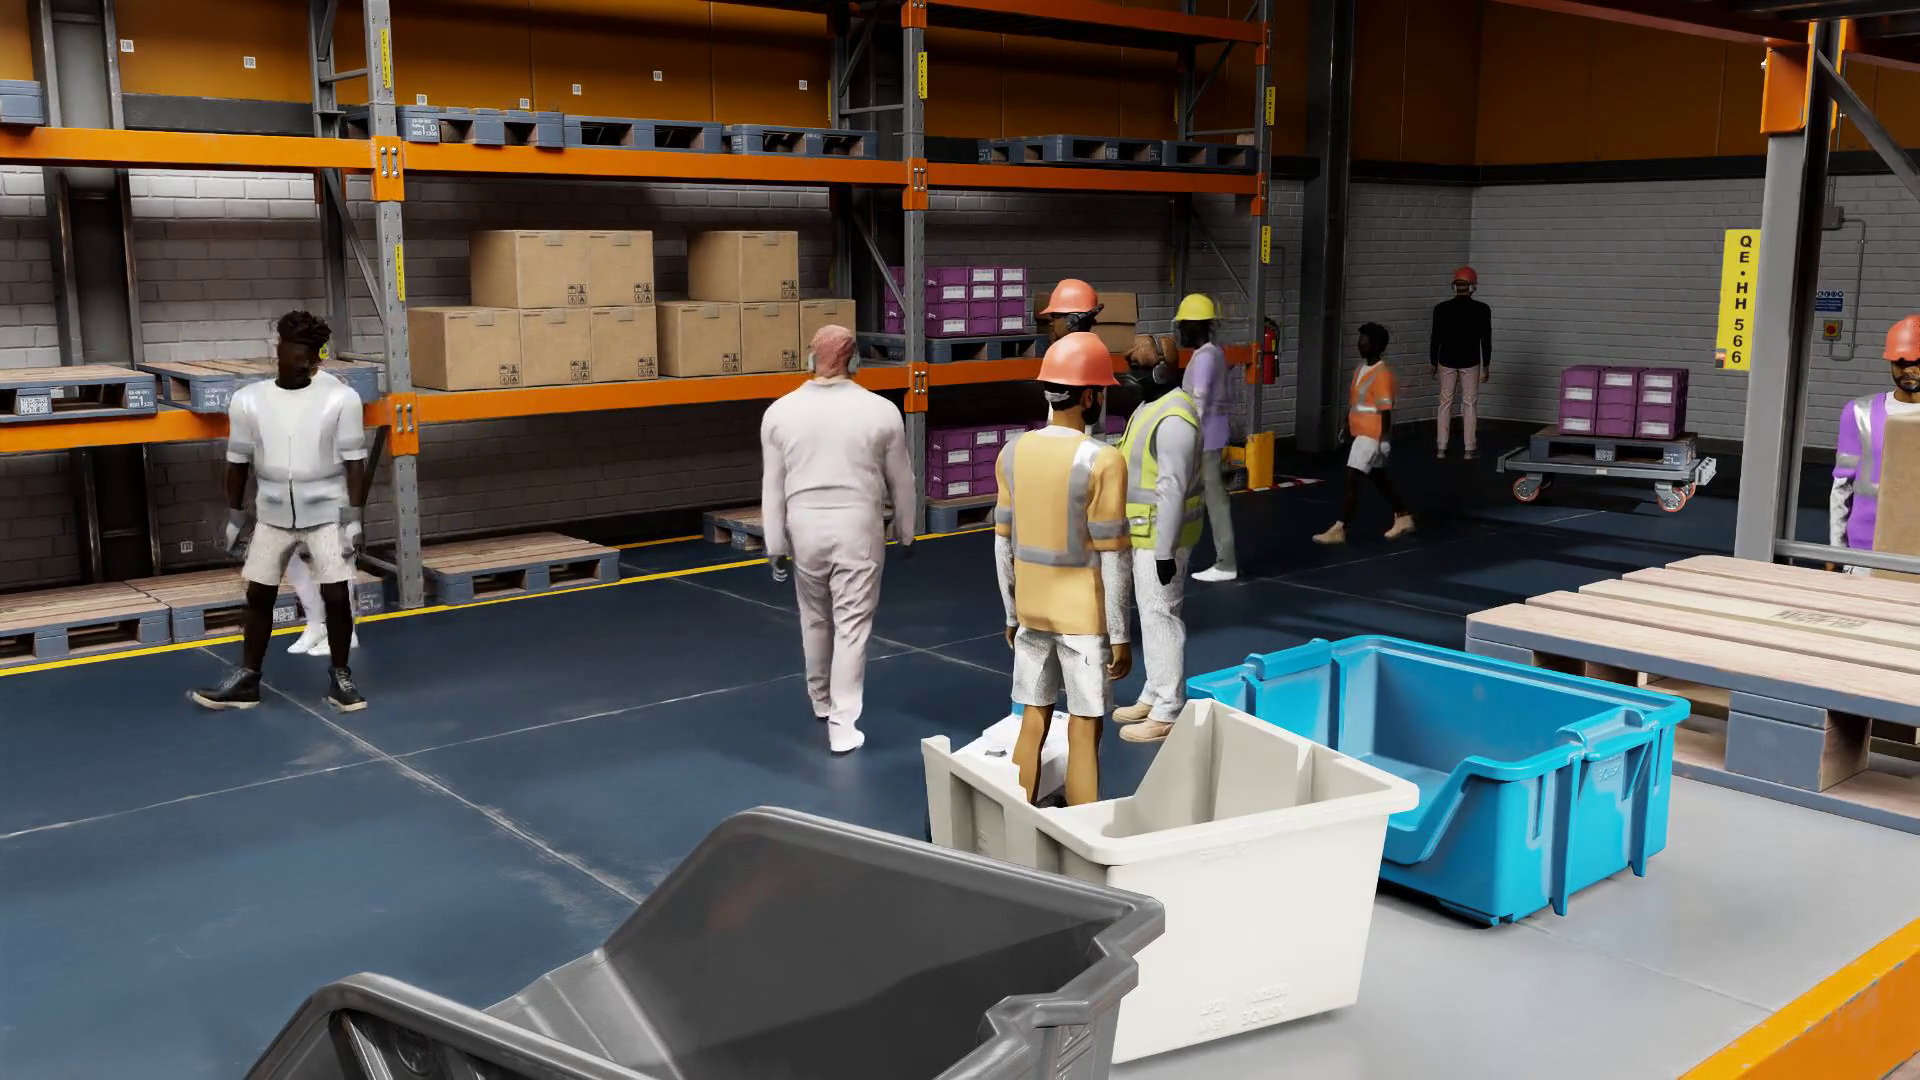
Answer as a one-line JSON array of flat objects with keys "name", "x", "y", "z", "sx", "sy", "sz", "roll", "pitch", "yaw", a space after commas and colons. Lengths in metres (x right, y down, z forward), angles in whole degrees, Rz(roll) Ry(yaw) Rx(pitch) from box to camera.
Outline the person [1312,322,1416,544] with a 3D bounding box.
[{"name": "person", "x": 3.077, "y": -0.802, "z": 12.433, "sx": 0.826, "sy": 1.664, "sz": 0.532, "roll": 0, "pitch": 10, "yaw": -1}]

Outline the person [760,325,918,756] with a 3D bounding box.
[{"name": "person", "x": -0.514, "y": -0.023, "z": 7.505, "sx": 0.651, "sy": 1.874, "sz": 0.839, "roll": 2, "pitch": 10, "yaw": 11}]

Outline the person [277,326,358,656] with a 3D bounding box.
[{"name": "person", "x": -3.489, "y": -0.271, "z": 8.950, "sx": 0.504, "sy": 1.848, "sz": 0.509, "roll": 7, "pitch": 12, "yaw": 35}]

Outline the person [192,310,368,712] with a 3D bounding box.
[{"name": "person", "x": -3.238, "y": -0.120, "z": 7.892, "sx": 0.856, "sy": 1.933, "sz": 0.364, "roll": -1, "pitch": 10, "yaw": -6}]

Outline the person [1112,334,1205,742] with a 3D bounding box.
[{"name": "person", "x": 0.881, "y": -0.007, "z": 7.525, "sx": 0.429, "sy": 1.837, "sz": 0.629, "roll": 0, "pitch": 10, "yaw": -1}]

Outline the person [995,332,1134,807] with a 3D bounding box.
[{"name": "person", "x": 0.384, "y": 0.254, "z": 5.758, "sx": 0.552, "sy": 1.935, "sz": 0.368, "roll": 9, "pitch": 14, "yaw": 42}]

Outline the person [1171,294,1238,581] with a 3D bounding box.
[{"name": "person", "x": 1.460, "y": -0.661, "z": 10.982, "sx": 0.871, "sy": 1.893, "sz": 0.612, "roll": 2, "pitch": 10, "yaw": 9}]

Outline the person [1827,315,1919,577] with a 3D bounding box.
[{"name": "person", "x": 4.010, "y": 0.012, "z": 7.109, "sx": 0.548, "sy": 1.936, "sz": 0.378, "roll": 7, "pitch": 12, "yaw": 33}]

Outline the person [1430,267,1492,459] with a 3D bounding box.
[{"name": "person", "x": 5.215, "y": -1.838, "z": 17.321, "sx": 0.623, "sy": 1.989, "sz": 0.399, "roll": 5, "pitch": 11, "yaw": 28}]

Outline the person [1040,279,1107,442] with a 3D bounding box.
[{"name": "person", "x": 0.609, "y": -0.380, "z": 9.009, "sx": 0.372, "sy": 2.044, "sz": 0.607, "roll": 1, "pitch": 10, "yaw": 7}]

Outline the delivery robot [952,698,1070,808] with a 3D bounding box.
[{"name": "delivery robot", "x": 0.243, "y": 0.821, "z": 6.188, "sx": 0.477, "sy": 0.478, "sz": 0.707, "roll": 5, "pitch": 11, "yaw": 26}]
